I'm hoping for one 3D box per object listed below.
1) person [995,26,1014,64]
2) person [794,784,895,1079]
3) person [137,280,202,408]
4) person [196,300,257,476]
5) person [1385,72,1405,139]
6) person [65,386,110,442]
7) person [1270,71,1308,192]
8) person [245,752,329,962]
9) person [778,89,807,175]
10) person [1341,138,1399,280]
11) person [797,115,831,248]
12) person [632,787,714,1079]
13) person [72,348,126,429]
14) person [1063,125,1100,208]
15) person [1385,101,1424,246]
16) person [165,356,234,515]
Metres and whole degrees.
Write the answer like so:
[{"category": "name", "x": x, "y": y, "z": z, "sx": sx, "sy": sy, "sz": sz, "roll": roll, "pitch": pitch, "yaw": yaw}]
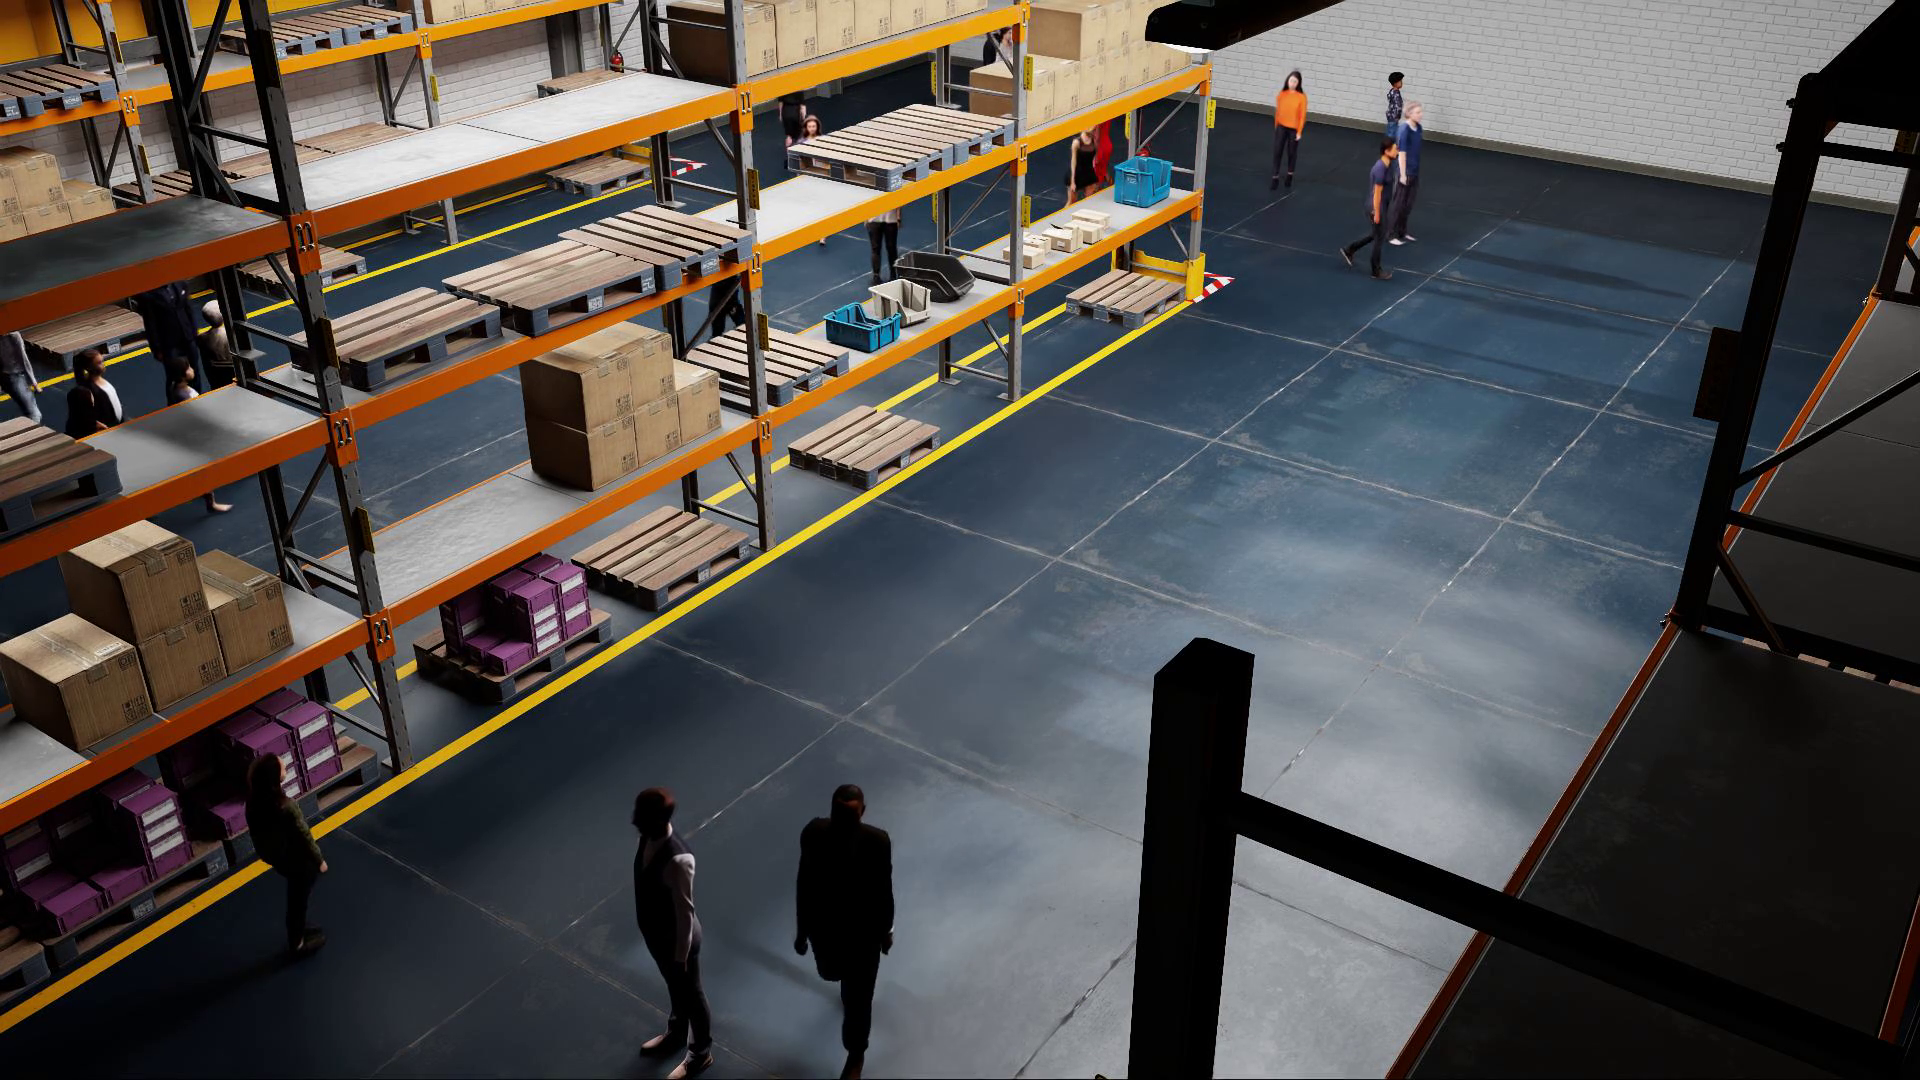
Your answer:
[{"category": "person", "x": 0.619, "y": -7.368, "z": 26.673, "sx": 0.693, "sy": 1.749, "sz": 0.839, "roll": 15, "pitch": 32, "yaw": 26}, {"category": "person", "x": -0.613, "y": 2.080, "z": 9.213, "sx": 0.954, "sy": 1.883, "sz": 1.248, "roll": 7, "pitch": 29, "yaw": 13}, {"category": "person", "x": -7.934, "y": -2.017, "z": 16.798, "sx": 0.792, "sy": 1.812, "sz": 0.595, "roll": 15, "pitch": 32, "yaw": 25}, {"category": "person", "x": -6.911, "y": -1.433, "z": 15.787, "sx": 0.706, "sy": 1.756, "sz": 0.697, "roll": 3, "pitch": 29, "yaw": 6}, {"category": "person", "x": 6.754, "y": -6.655, "z": 25.888, "sx": 0.646, "sy": 1.251, "sz": 0.566, "roll": 1, "pitch": 29, "yaw": 2}, {"category": "person", "x": -7.187, "y": -0.411, "z": 13.870, "sx": 0.792, "sy": 1.797, "sz": 1.014, "roll": 9, "pitch": 30, "yaw": 17}, {"category": "person", "x": 4.774, "y": -5.950, "z": 24.102, "sx": 0.704, "sy": 1.723, "sz": 0.892, "roll": 16, "pitch": 33, "yaw": 27}, {"category": "person", "x": -4.069, "y": 1.928, "z": 9.930, "sx": 0.599, "sy": 1.464, "sz": 0.574, "roll": 20, "pitch": 35, "yaw": 33}, {"category": "person", "x": -2.526, "y": -6.245, "z": 24.675, "sx": 0.652, "sy": 1.692, "sz": 0.733, "roll": 12, "pitch": 31, "yaw": 21}, {"category": "person", "x": 5.129, "y": -4.133, "z": 20.715, "sx": 0.843, "sy": 1.776, "sz": 0.927, "roll": 11, "pitch": 30, "yaw": 19}, {"category": "person", "x": -1.924, "y": -4.760, "z": 21.965, "sx": 0.969, "sy": 1.681, "sz": 1.116, "roll": -1, "pitch": 29, "yaw": -2}, {"category": "person", "x": -1.572, "y": 2.118, "z": 9.080, "sx": 0.710, "sy": 1.943, "sz": 0.736, "roll": -16, "pitch": 33, "yaw": -27}, {"category": "person", "x": -7.879, "y": -1.014, "z": 15.234, "sx": 0.724, "sy": 1.549, "sz": 0.666, "roll": -5, "pitch": 29, "yaw": -9}, {"category": "person", "x": 1.576, "y": -4.858, "z": 22.164, "sx": 0.827, "sy": 1.661, "sz": 0.860, "roll": -16, "pitch": 32, "yaw": -26}, {"category": "person", "x": 5.860, "y": -4.852, "z": 21.931, "sx": 0.761, "sy": 1.873, "sz": 0.556, "roll": 25, "pitch": 37, "yaw": 37}, {"category": "person", "x": -7.027, "y": -0.932, "z": 15.085, "sx": 0.805, "sy": 1.548, "sz": 0.720, "roll": -15, "pitch": 32, "yaw": -26}]
